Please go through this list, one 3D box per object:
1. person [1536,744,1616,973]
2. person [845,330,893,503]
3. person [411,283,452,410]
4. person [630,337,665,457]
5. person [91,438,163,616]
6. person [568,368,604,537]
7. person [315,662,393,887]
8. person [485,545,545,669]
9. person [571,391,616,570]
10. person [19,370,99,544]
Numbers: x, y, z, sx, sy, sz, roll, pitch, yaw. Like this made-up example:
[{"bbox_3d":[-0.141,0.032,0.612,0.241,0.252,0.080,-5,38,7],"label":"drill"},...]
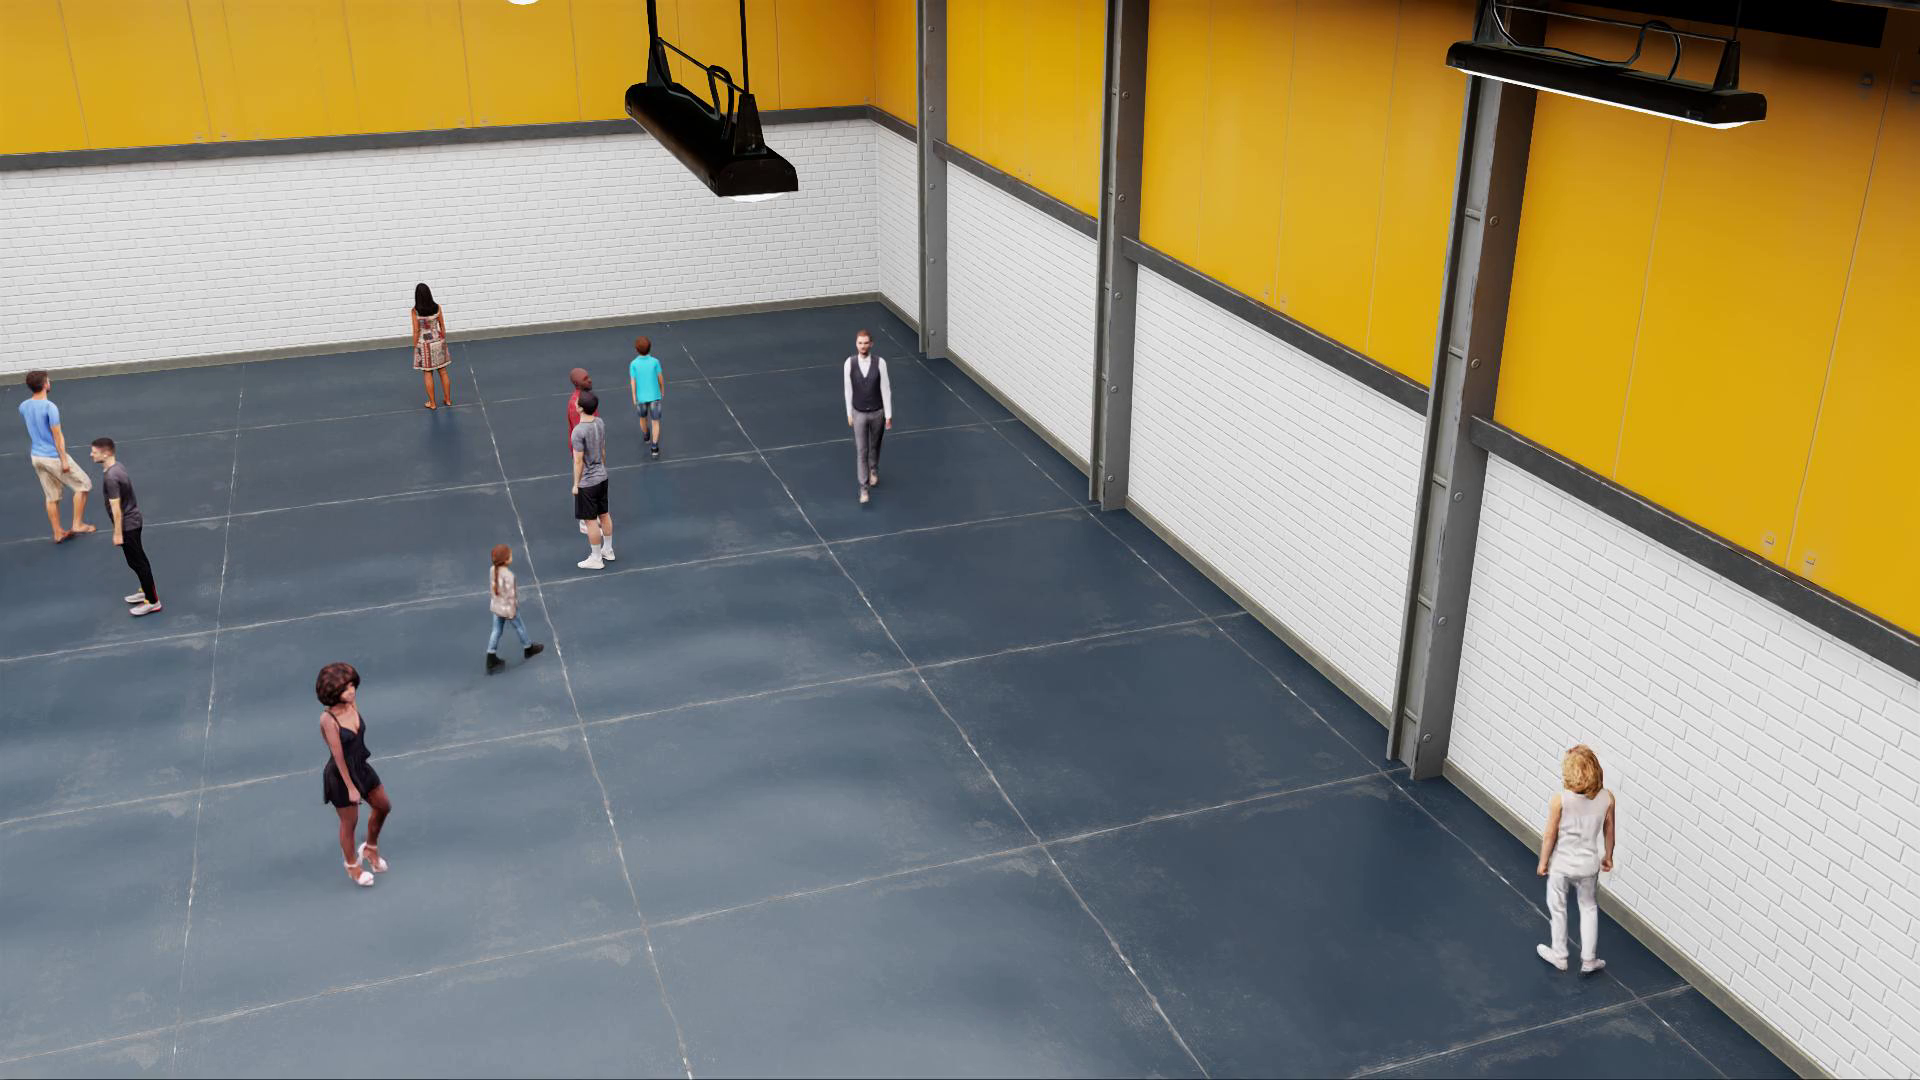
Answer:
[{"bbox_3d":[4.062,2.106,10.903,0.758,1.665,0.721,2,24,5],"label":"person"},{"bbox_3d":[-1.018,-1.448,18.748,0.937,1.891,1.312,-1,24,-2],"label":"person"},{"bbox_3d":[-6.854,-2.520,21.510,0.715,1.645,0.658,-19,30,-37],"label":"person"},{"bbox_3d":[-3.728,-1.703,19.930,0.677,1.412,1.003,-3,24,-6],"label":"person"},{"bbox_3d":[-7.995,-0.153,15.950,0.724,1.759,0.535,-13,27,-27],"label":"person"},{"bbox_3d":[-3.991,-0.969,17.744,0.803,1.819,0.643,1,24,2],"label":"person"},{"bbox_3d":[-4.389,1.675,11.749,0.749,1.776,0.686,7,25,15],"label":"person"},{"bbox_3d":[-4.136,0.612,14.936,0.809,1.172,0.799,16,28,32],"label":"person"},{"bbox_3d":[-3.729,-0.618,16.875,0.791,1.872,0.726,10,26,22],"label":"person"},{"bbox_3d":[-9.571,-0.829,17.387,0.814,1.848,0.870,7,25,16],"label":"person"}]
